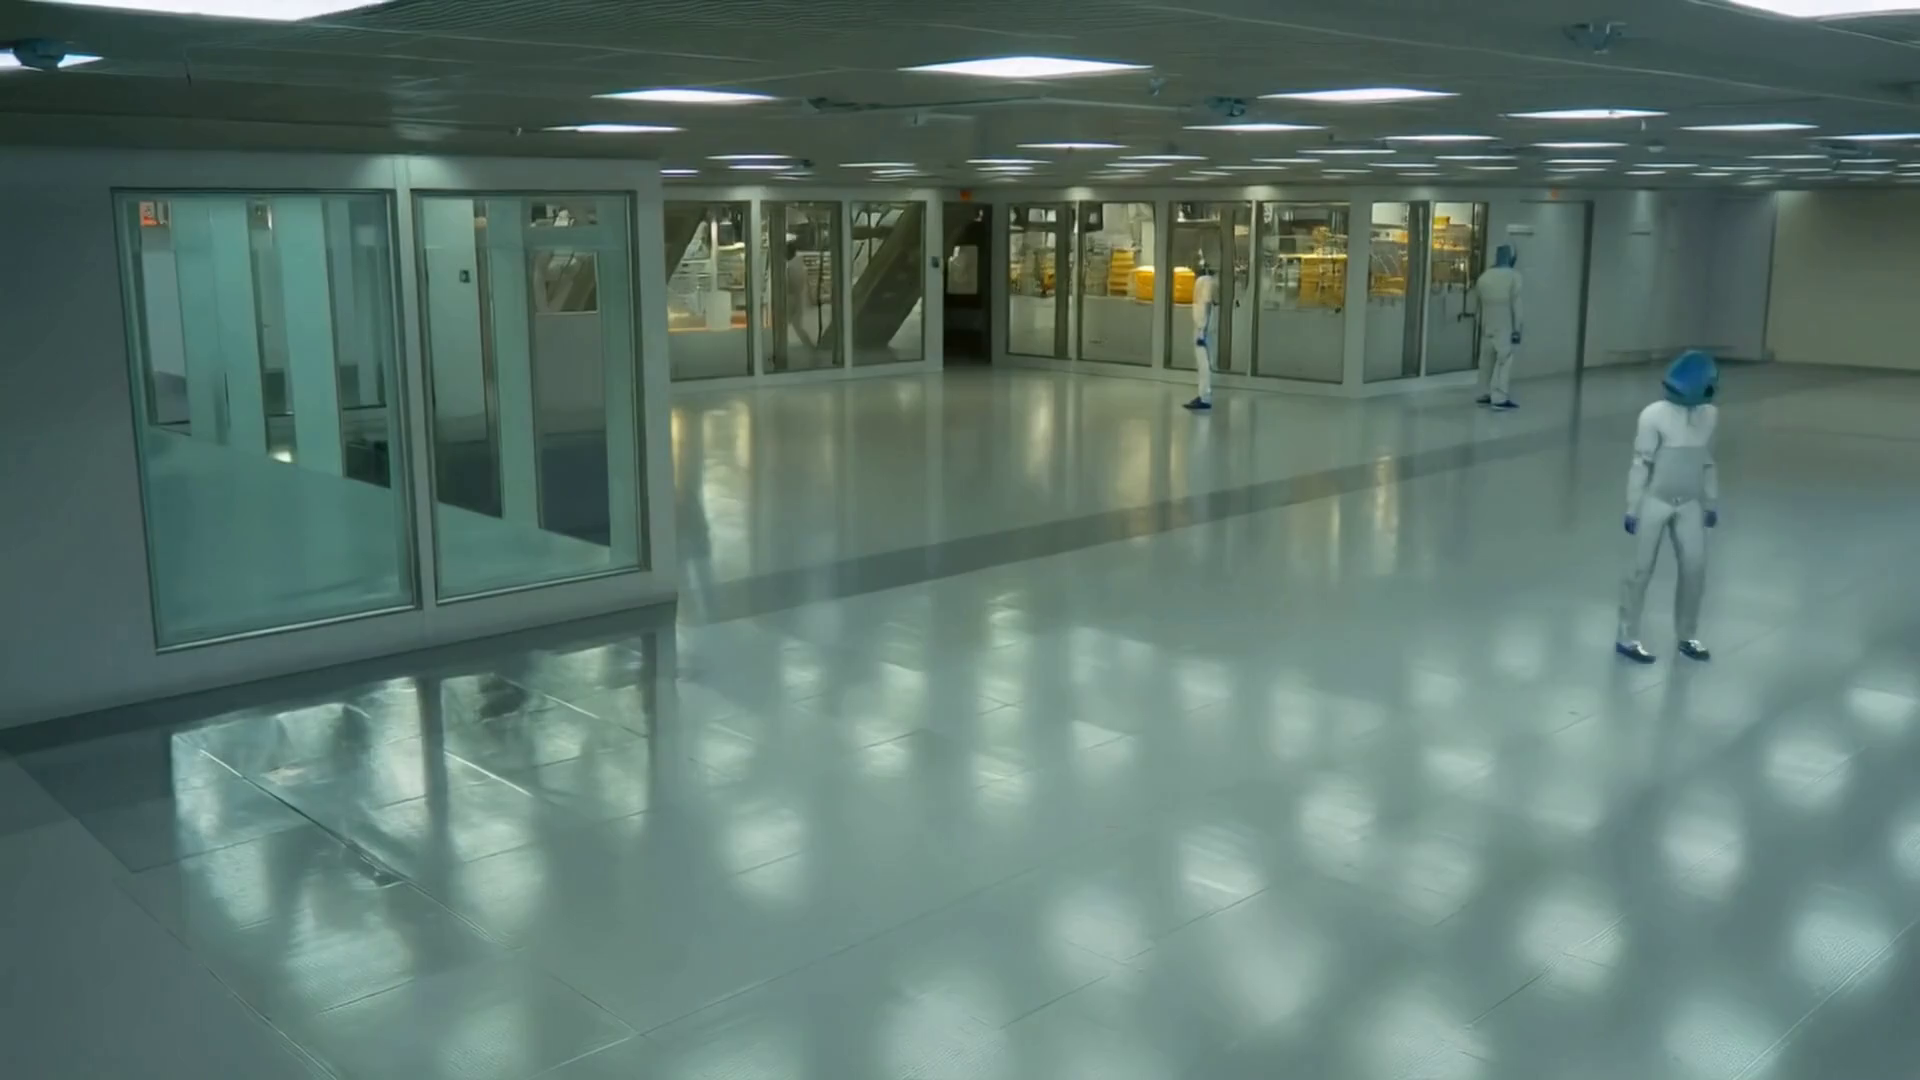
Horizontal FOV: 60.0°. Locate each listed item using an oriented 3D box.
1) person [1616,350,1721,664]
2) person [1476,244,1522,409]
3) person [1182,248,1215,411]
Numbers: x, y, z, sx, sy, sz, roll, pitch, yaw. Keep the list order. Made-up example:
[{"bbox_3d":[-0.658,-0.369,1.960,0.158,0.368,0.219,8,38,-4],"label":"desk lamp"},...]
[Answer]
[{"bbox_3d":[3.650,-0.163,8.503,0.557,1.621,0.382,-3,12,-16],"label":"person"},{"bbox_3d":[6.317,-2.485,19.417,0.403,1.904,0.651,-5,12,-24],"label":"person"},{"bbox_3d":[2.772,-2.427,19.220,0.328,1.874,0.521,0,11,1],"label":"person"}]
